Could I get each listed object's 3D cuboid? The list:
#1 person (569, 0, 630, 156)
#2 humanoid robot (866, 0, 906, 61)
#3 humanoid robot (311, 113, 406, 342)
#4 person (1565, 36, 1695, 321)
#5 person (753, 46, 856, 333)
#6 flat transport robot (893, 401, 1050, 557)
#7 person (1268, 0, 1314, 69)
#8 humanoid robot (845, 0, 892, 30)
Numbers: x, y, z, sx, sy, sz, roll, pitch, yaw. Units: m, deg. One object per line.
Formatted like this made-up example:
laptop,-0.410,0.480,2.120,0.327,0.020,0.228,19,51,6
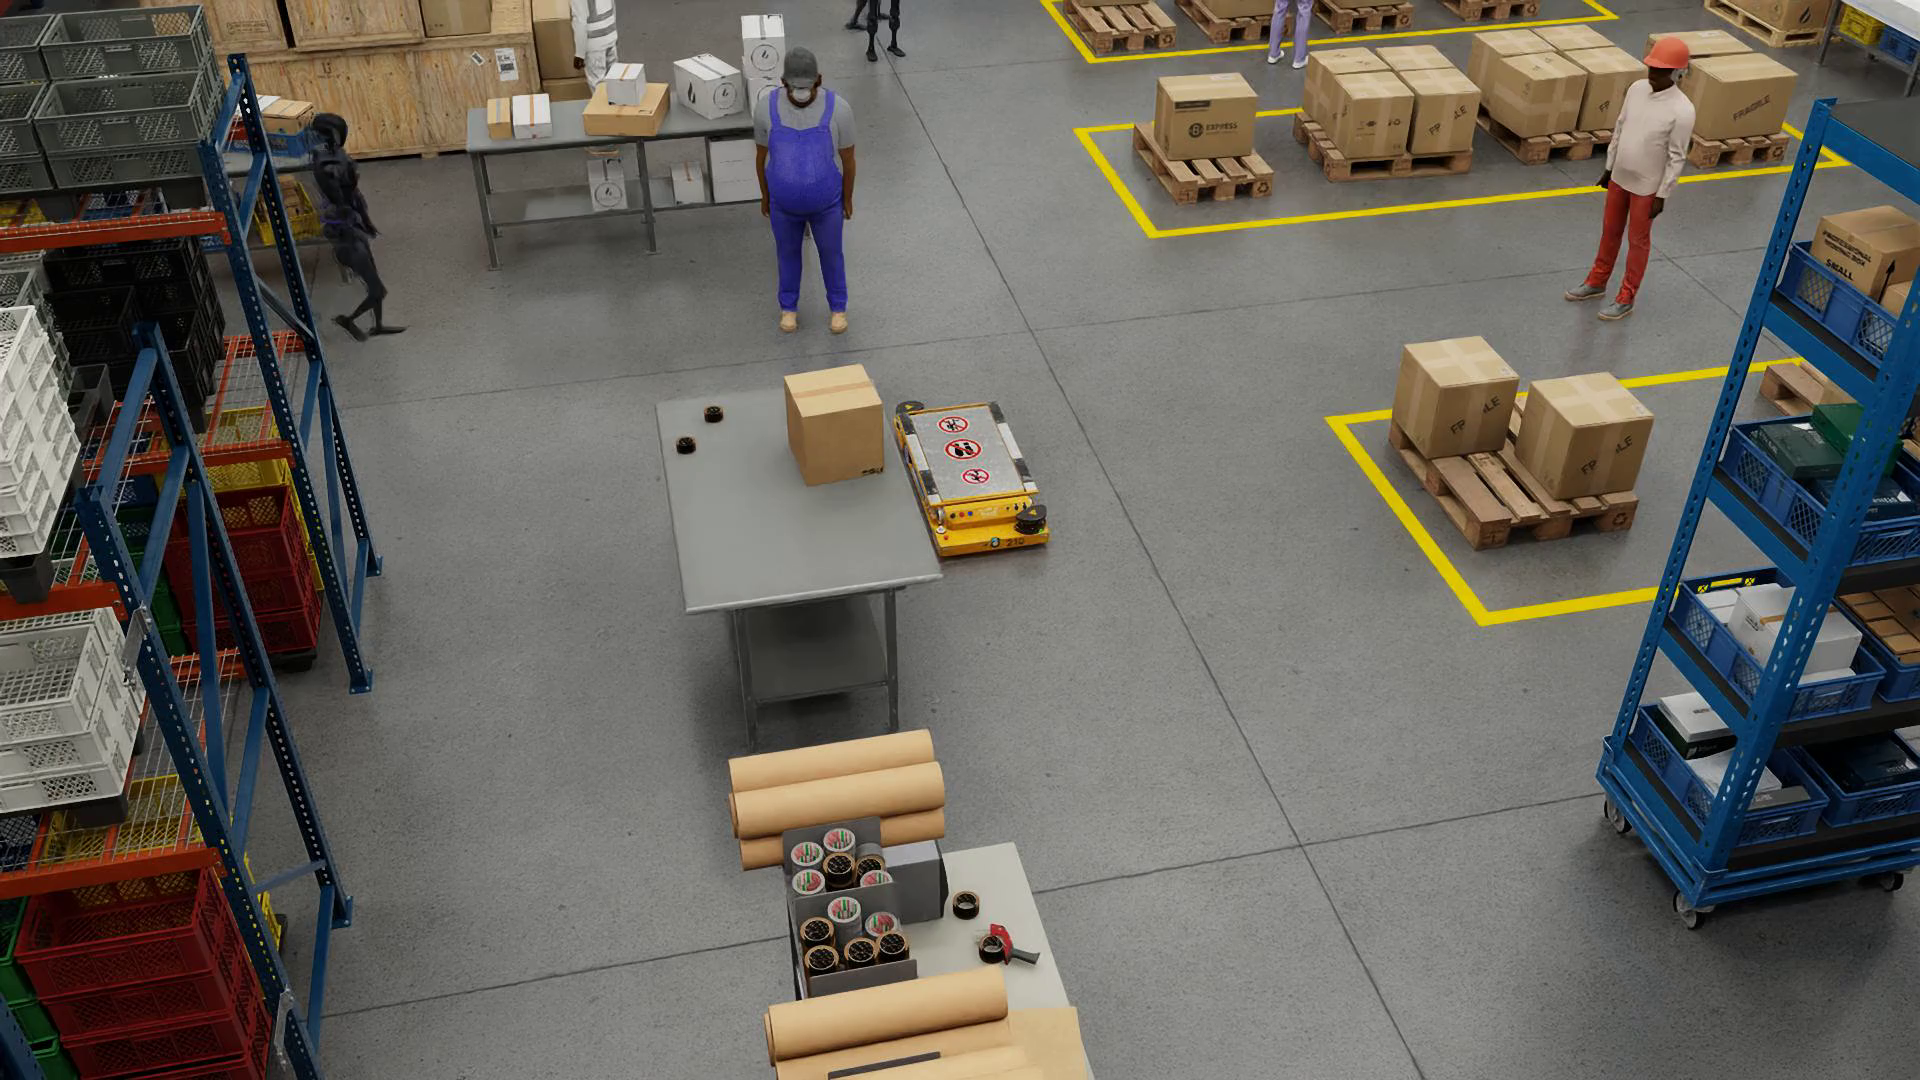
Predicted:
person,-3.009,-4.106,13.722,0.360,1.879,0.573,14,39,18
humanoid robot,-0.701,-5.328,15.523,0.609,1.656,0.315,-16,40,-20
humanoid robot,-4.081,-2.071,11.156,0.363,1.652,0.629,-7,37,-9
person,4.651,-2.480,11.443,0.386,1.995,0.621,-15,39,-19
person,-1.043,-2.342,11.218,0.679,2.000,0.536,1,37,2
flat transport robot,0.046,-0.430,10.108,0.652,0.197,1.431,-8,37,-10
person,3.146,-5.330,15.341,0.579,1.919,0.394,16,40,21
humanoid robot,-0.914,-5.818,16.218,0.569,1.620,0.627,-9,38,-12
